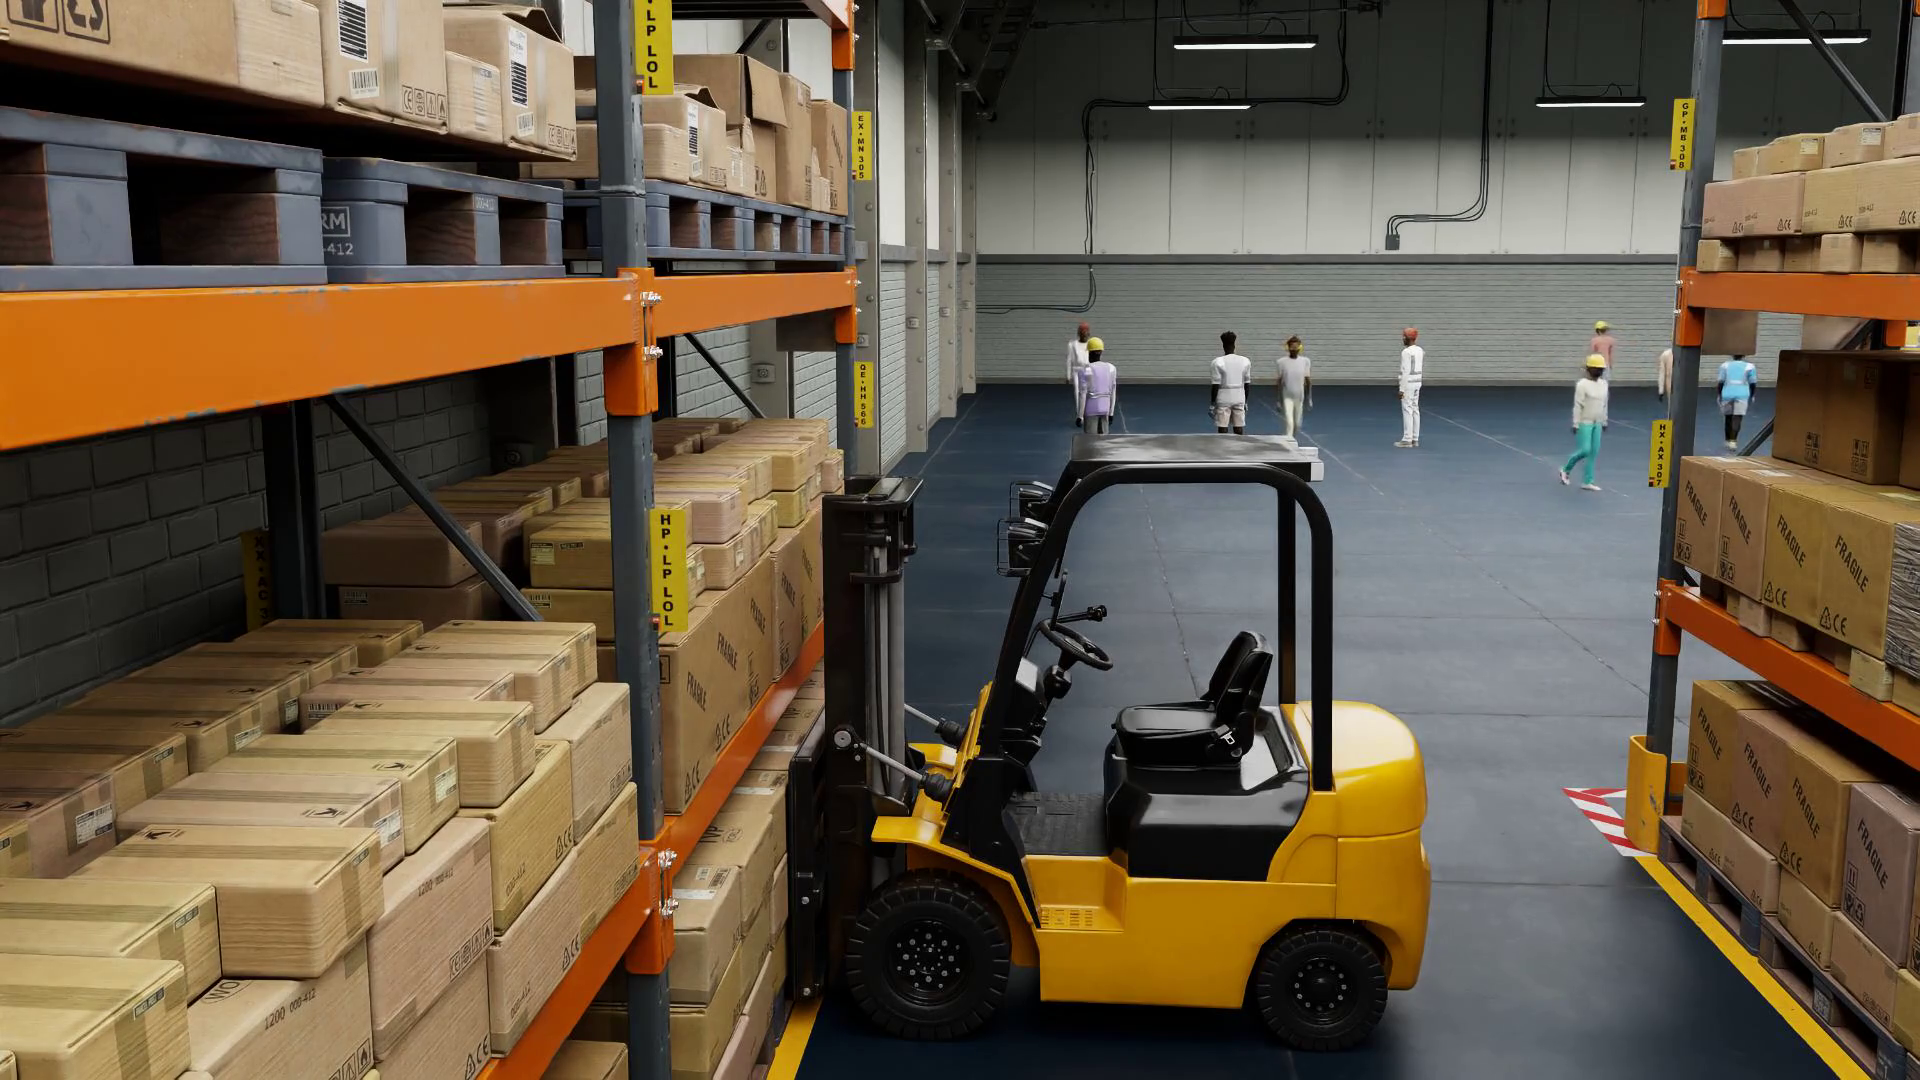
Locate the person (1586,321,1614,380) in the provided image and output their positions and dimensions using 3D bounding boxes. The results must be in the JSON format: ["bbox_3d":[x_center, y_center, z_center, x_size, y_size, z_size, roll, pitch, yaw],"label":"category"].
[{"bbox_3d":[12.911,-3.547,33.580,0.552,1.751,0.368,-1,9,-9],"label":"person"}]

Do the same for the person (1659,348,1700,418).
[{"bbox_3d":[11.354,-2.419,26.307,0.583,1.904,0.636,7,12,37],"label":"person"}]

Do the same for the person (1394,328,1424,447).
[{"bbox_3d":[7.105,-2.404,26.281,0.340,1.883,0.586,8,12,41],"label":"person"}]

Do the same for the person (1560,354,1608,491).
[{"bbox_3d":[8.002,-1.496,21.193,0.535,1.756,0.475,-5,11,-30],"label":"person"}]

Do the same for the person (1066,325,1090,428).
[{"bbox_3d":[2.196,-2.911,29.553,0.595,1.828,1.025,-1,9,-4],"label":"person"}]

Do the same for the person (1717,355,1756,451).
[{"bbox_3d":[12.057,-2.221,25.853,0.532,1.658,0.819,7,12,37],"label":"person"}]

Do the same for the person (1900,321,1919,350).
[{"bbox_3d":[20.078,-3.846,35.155,0.627,1.844,0.429,5,11,28],"label":"person"}]

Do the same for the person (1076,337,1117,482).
[{"bbox_3d":[1.775,-1.690,21.822,0.586,1.930,0.360,-5,11,-30],"label":"person"}]

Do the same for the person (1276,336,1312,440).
[{"bbox_3d":[4.932,-2.105,24.614,0.518,1.847,0.796,0,9,0],"label":"person"}]

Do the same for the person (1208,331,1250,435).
[{"bbox_3d":[3.719,-1.898,22.992,0.600,1.958,0.377,-3,10,-18],"label":"person"}]
